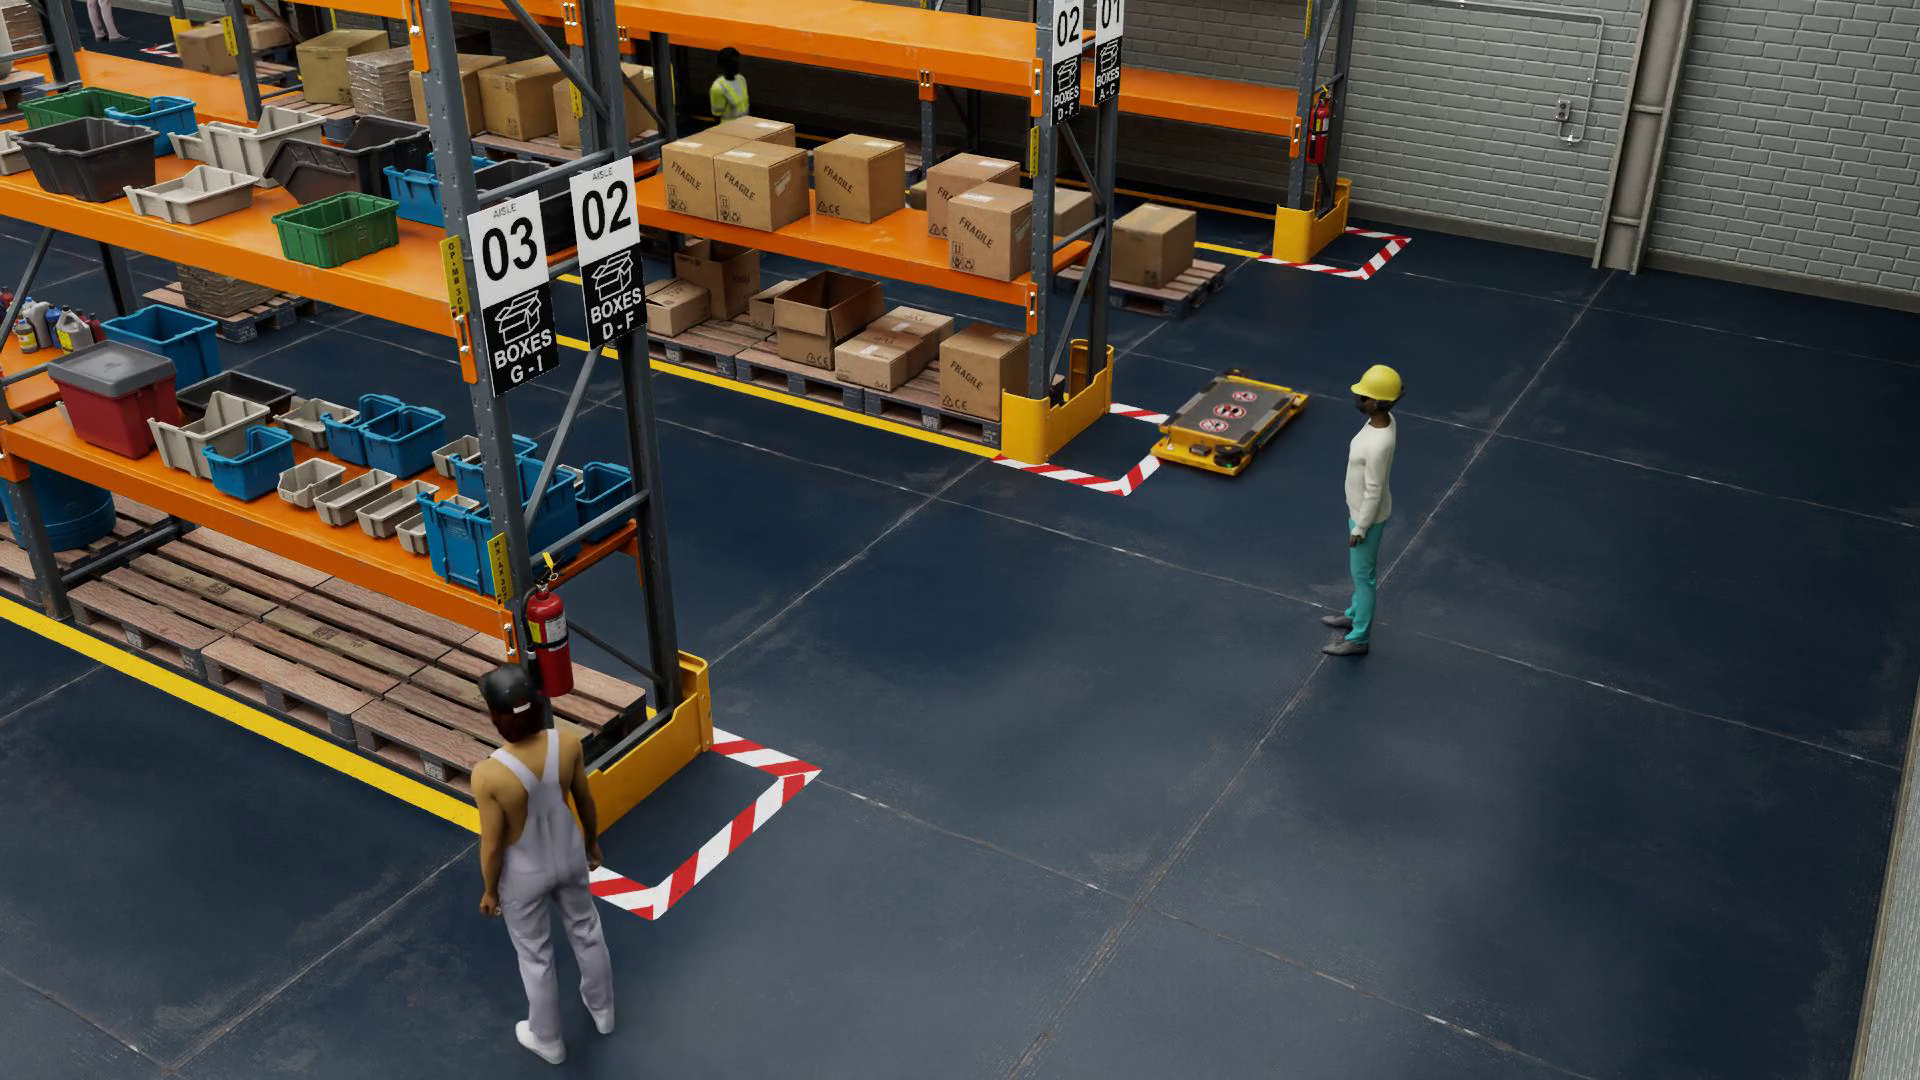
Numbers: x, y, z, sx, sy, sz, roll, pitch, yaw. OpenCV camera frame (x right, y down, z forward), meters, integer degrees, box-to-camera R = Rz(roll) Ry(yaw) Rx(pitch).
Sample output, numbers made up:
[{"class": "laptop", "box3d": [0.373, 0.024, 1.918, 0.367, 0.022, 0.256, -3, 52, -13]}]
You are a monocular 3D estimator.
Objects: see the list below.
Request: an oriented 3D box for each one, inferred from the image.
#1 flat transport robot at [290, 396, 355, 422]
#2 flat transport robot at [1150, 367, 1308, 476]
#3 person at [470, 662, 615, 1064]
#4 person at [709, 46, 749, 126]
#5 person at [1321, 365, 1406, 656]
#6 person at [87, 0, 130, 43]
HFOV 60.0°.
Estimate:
[{"class": "flat transport robot", "box3d": [-5.085, -0.837, 12.135, 1.431, 0.231, 0.659, 19, 34, 30]}, {"class": "flat transport robot", "box3d": [1.997, -0.880, 12.213, 0.659, 0.231, 1.431, 16, 33, 27]}, {"class": "person", "box3d": [-1.707, 1.282, 6.697, 0.529, 1.860, 0.392, -23, 37, -35]}, {"class": "person", "box3d": [-2.294, -4.045, 16.451, 0.749, 1.671, 0.535, 14, 32, 23]}, {"class": "person", "box3d": [2.277, -0.167, 9.392, 0.304, 1.772, 0.524, 6, 30, 11]}, {"class": "person", "box3d": [-12.058, -7.857, 23.111, 0.563, 1.847, 0.395, 13, 32, 21]}]
